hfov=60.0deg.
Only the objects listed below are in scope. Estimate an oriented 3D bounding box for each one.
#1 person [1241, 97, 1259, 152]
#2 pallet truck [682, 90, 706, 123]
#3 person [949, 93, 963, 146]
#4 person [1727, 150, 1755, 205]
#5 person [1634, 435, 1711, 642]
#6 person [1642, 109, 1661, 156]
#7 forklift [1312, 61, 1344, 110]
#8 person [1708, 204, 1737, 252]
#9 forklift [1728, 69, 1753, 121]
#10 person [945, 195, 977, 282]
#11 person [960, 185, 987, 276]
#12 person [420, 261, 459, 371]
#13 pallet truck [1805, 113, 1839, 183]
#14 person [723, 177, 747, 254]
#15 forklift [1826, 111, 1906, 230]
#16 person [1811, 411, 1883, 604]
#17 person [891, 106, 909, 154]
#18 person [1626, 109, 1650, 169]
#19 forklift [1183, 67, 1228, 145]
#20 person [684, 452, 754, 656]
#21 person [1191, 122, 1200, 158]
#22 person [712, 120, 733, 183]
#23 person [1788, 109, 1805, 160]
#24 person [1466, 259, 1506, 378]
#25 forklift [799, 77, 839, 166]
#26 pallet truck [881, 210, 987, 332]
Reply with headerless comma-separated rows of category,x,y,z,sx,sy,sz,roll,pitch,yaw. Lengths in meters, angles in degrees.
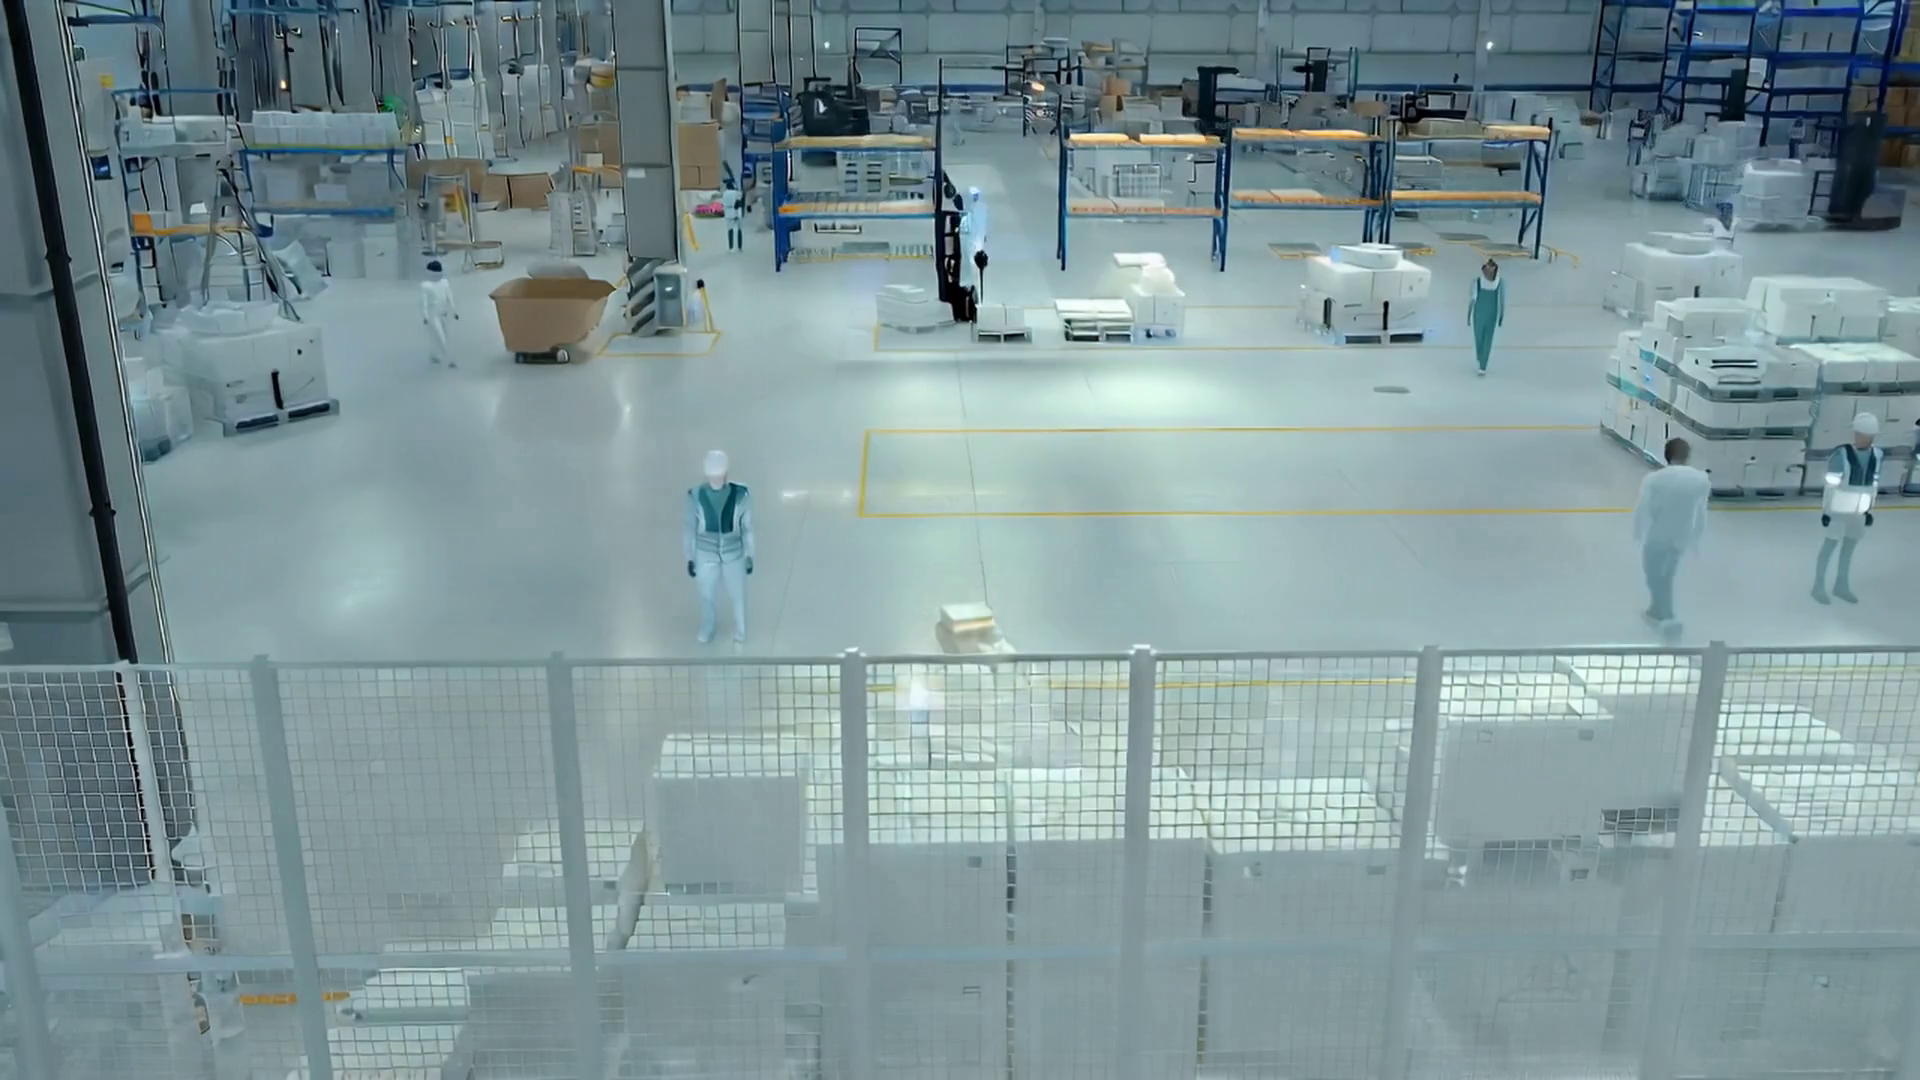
person,10.294,-14.762,59.117,0.629,1.940,0.373,2,19,7
pallet truck,-9.671,-15.907,62.421,0.823,1.965,1.885,5,19,15
person,-0.210,-15.490,61.293,0.464,1.927,0.629,4,19,11
person,19.805,-8.921,41.981,1.029,1.816,0.579,-4,19,-13
person,6.592,-0.004,15.394,0.638,1.914,0.854,-1,19,-3
person,24.056,-14.162,57.867,0.855,1.595,0.516,-17,25,-41
forklift,14.207,-17.532,65.881,1.873,2.768,1.129,-1,19,-2
person,14.421,-5.469,31.660,0.610,1.874,1.004,-2,19,-7
forklift,27.973,-15.491,59.826,1.873,2.768,1.129,-1,19,-1
person,-0.007,-5.995,33.334,0.639,1.786,0.953,6,20,18
person,0.261,-6.340,34.210,0.607,1.878,0.953,12,22,32
person,-8.250,-3.563,26.271,0.893,1.700,0.503,13,22,33
pallet truck,26.403,-11.957,50.702,0.823,1.965,1.885,6,19,16
person,-5.032,-7.253,37.209,0.535,1.699,0.318,10,21,27
forklift,22.120,-9.074,40.790,1.873,2.768,1.129,-1,19,-2
person,8.698,-0.315,16.258,0.545,1.938,0.358,-3,19,-8
person,-2.034,-13.400,55.149,0.575,1.885,0.980,8,20,22
person,22.071,-13.066,54.134,0.594,1.910,0.384,12,22,32
forklift,8.914,-15.889,61.007,1.873,2.768,1.129,-1,19,-2
person,-2.152,0.137,14.905,0.615,1.943,0.405,-4,19,-11
person,7.315,-12.385,52.539,0.548,1.623,0.385,-3,19,-8
person,-7.269,-11.693,50.121,1.015,1.874,0.544,-12,22,-32
person,27.523,-13.275,54.851,0.627,1.847,0.429,-14,23,-36
person,8.177,-3.482,25.873,0.526,1.808,0.957,8,20,23
forklift,-4.644,-13.871,55.021,1.129,2.768,1.873,2,19,5
pallet truck,-0.493,-4.759,29.349,1.885,1.965,0.823,-13,23,-34
